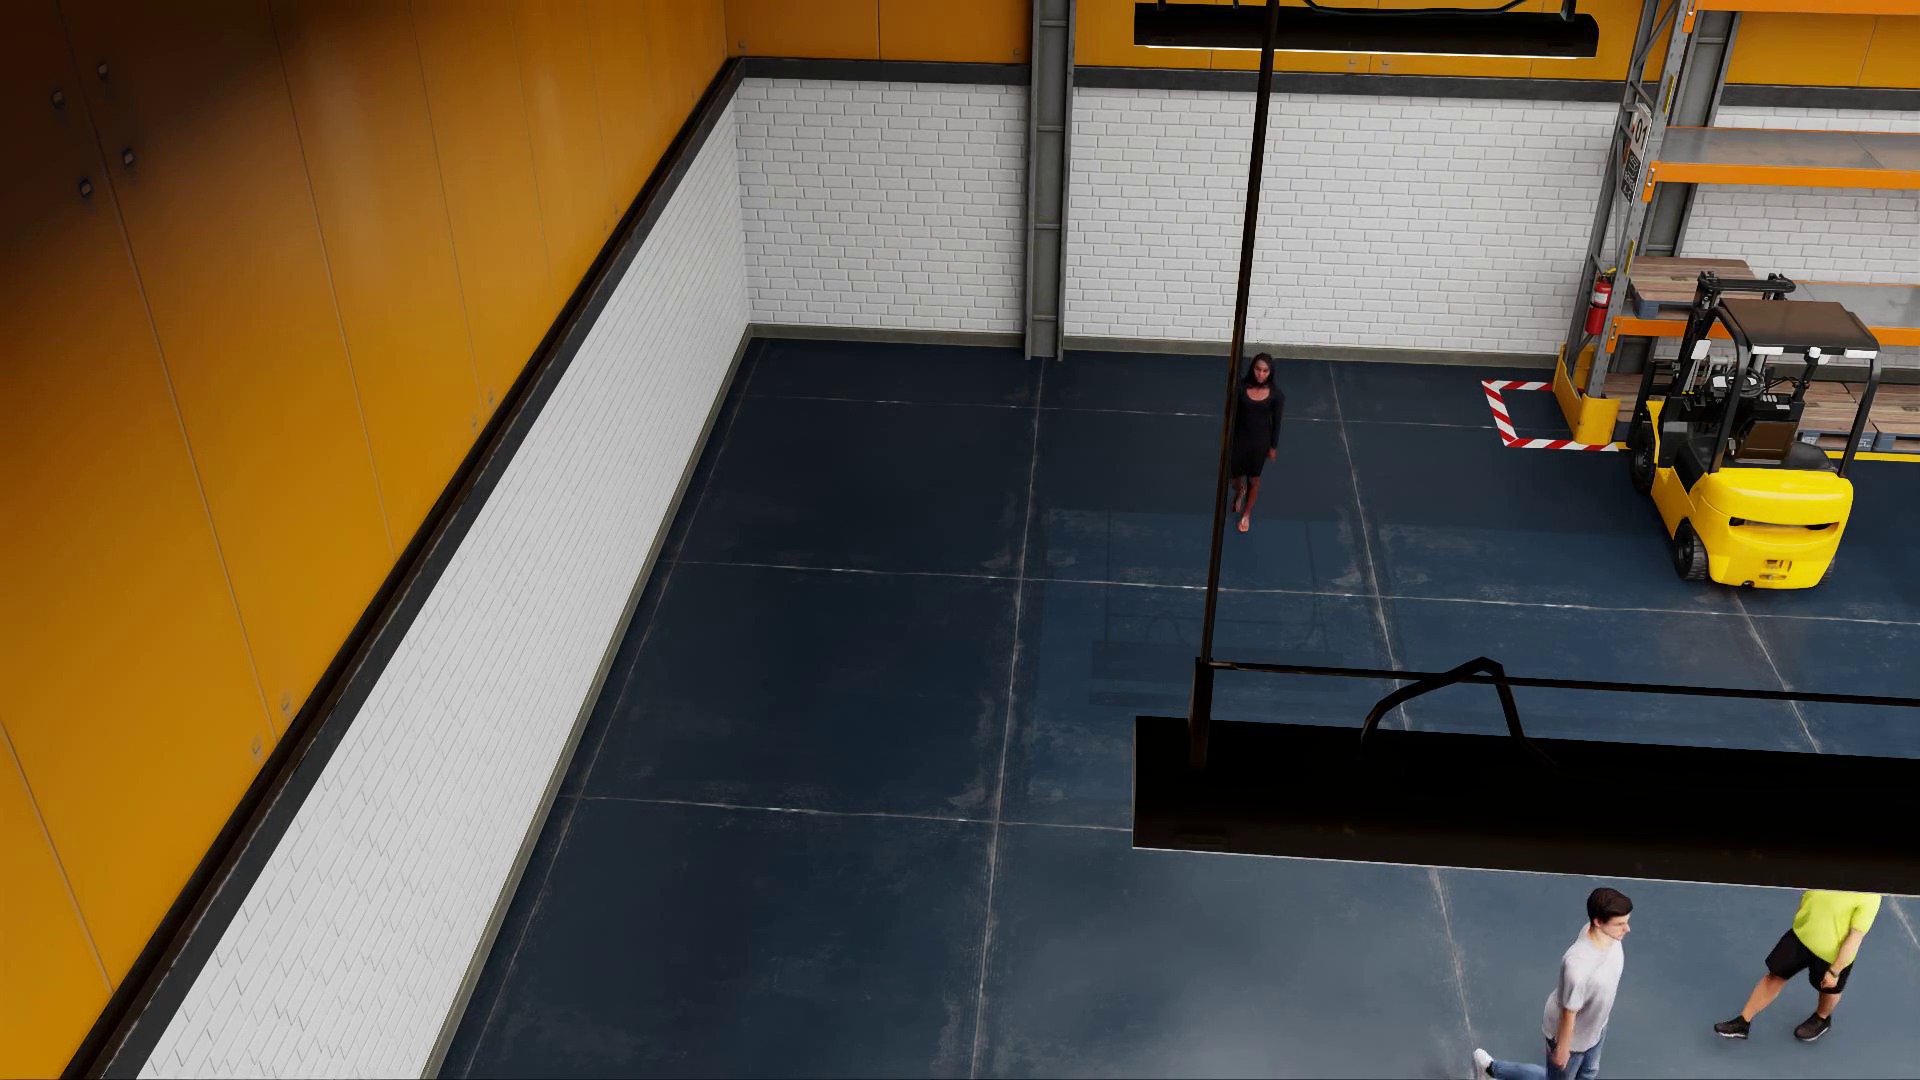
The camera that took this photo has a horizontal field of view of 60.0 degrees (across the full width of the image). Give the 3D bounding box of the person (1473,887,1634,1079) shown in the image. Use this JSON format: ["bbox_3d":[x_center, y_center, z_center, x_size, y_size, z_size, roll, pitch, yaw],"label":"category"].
[{"bbox_3d":[3.301,2.579,9.108,1.118,1.864,1.012,26,42,34],"label":"person"}]

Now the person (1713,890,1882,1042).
[{"bbox_3d":[5.099,2.302,9.700,1.132,1.669,0.960,-14,36,-20],"label":"person"}]

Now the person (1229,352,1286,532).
[{"bbox_3d":[2.541,-0.883,14.457,0.683,1.708,0.757,10,35,15],"label":"person"}]
